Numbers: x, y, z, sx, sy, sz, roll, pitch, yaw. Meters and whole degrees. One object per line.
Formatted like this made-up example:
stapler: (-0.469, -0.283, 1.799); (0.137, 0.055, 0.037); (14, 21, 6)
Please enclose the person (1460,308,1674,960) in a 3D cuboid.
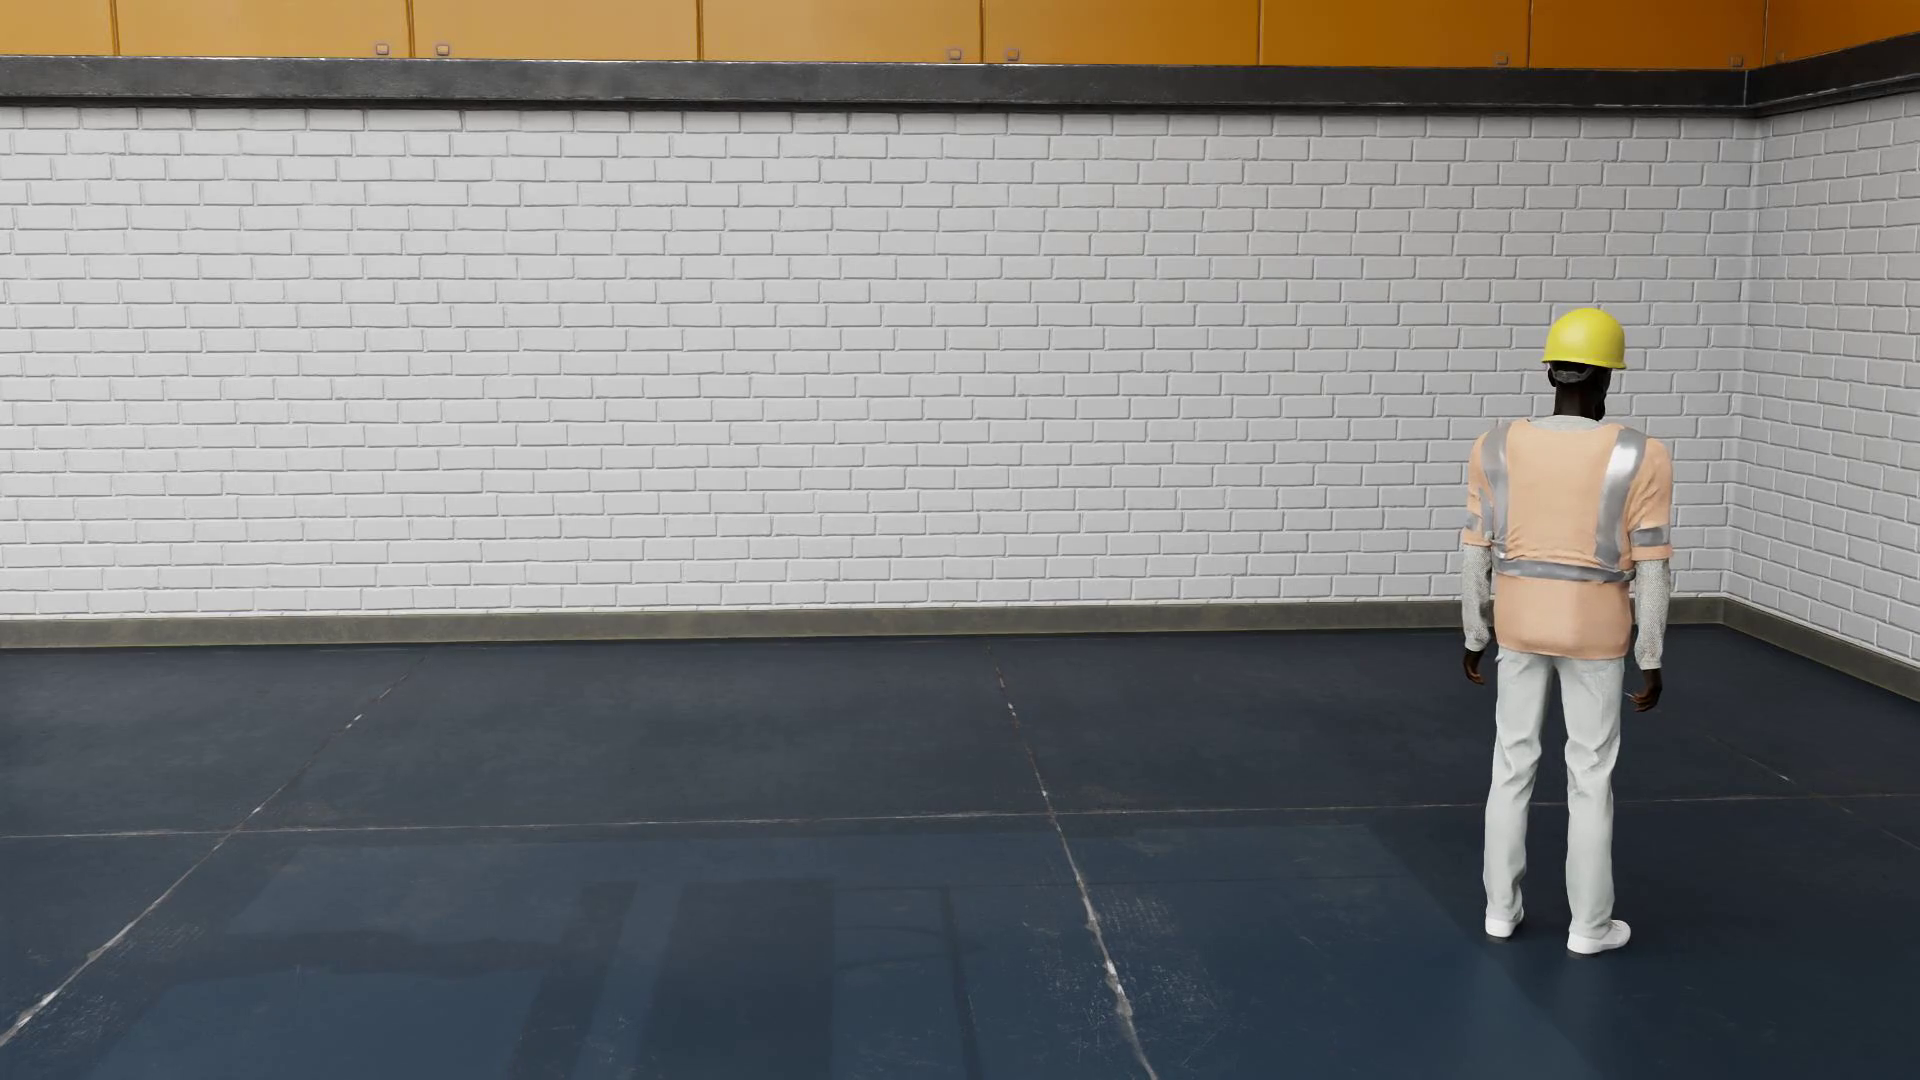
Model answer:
person: (1.801, 0.278, 4.968); (0.595, 1.925, 0.374); (6, 11, 34)
